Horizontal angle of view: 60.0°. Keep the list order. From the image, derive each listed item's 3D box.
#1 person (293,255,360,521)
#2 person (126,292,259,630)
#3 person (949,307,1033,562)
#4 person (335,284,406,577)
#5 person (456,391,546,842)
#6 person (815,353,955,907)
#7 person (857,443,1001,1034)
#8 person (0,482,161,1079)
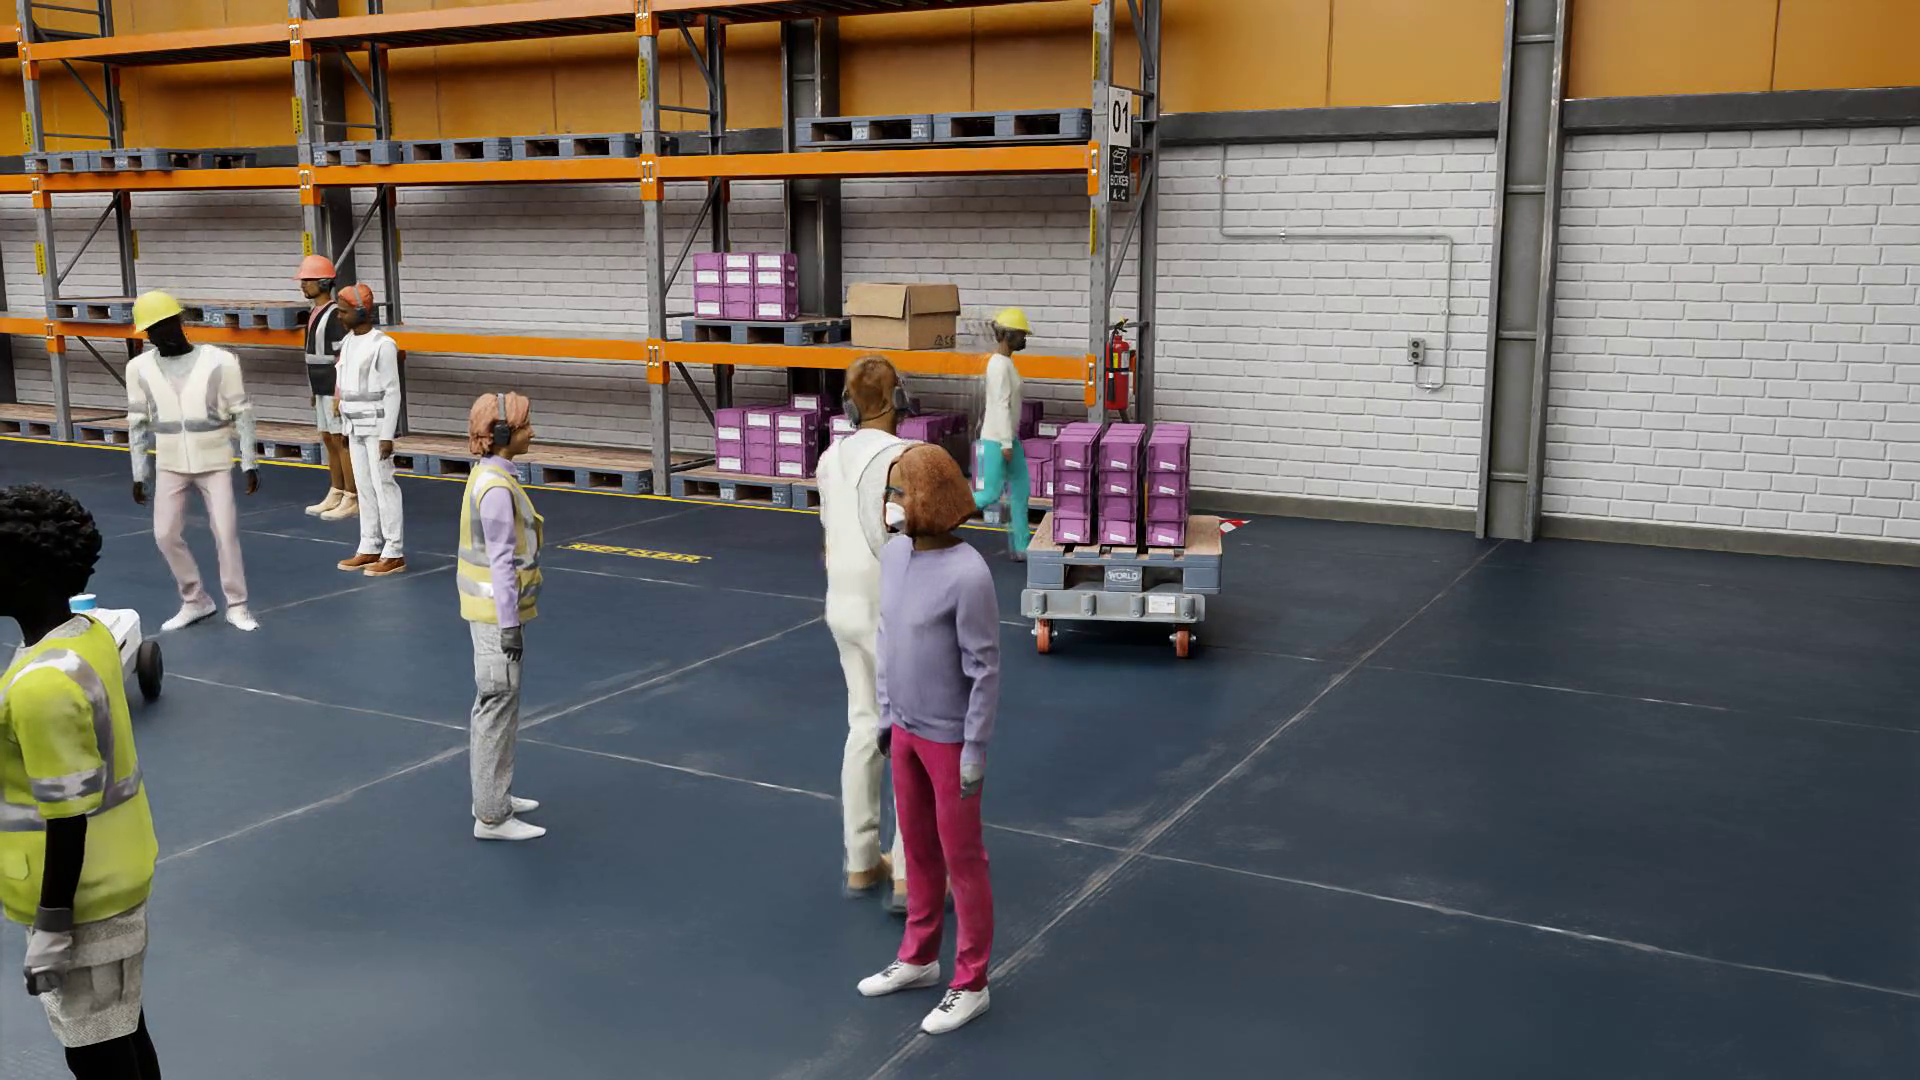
[{"bbox_3d":[-4.905,-1.172,12.887,0.385,2.045,0.605,-8,13,-37],"label":"person"},{"bbox_3d":[-4.211,-0.410,9.161,0.652,1.893,0.385,-2,11,-11],"label":"person"},{"bbox_3d":[0.215,-0.687,11.113,0.785,1.724,0.521,2,11,11],"label":"person"},{"bbox_3d":[-3.837,-0.709,10.785,0.572,1.886,0.353,9,14,40],"label":"person"},{"bbox_3d":[-1.668,0.277,6.073,0.314,1.632,0.517,-3,11,-18],"label":"person"},{"bbox_3d":[-0.261,0.290,5.542,0.418,1.802,0.590,-10,14,-44],"label":"person"},{"bbox_3d":[-0.079,0.543,4.614,0.280,1.632,0.501,-7,13,-34],"label":"person"},{"bbox_3d":[-1.835,0.725,3.443,0.319,1.697,0.532,-4,11,-22],"label":"person"}]
